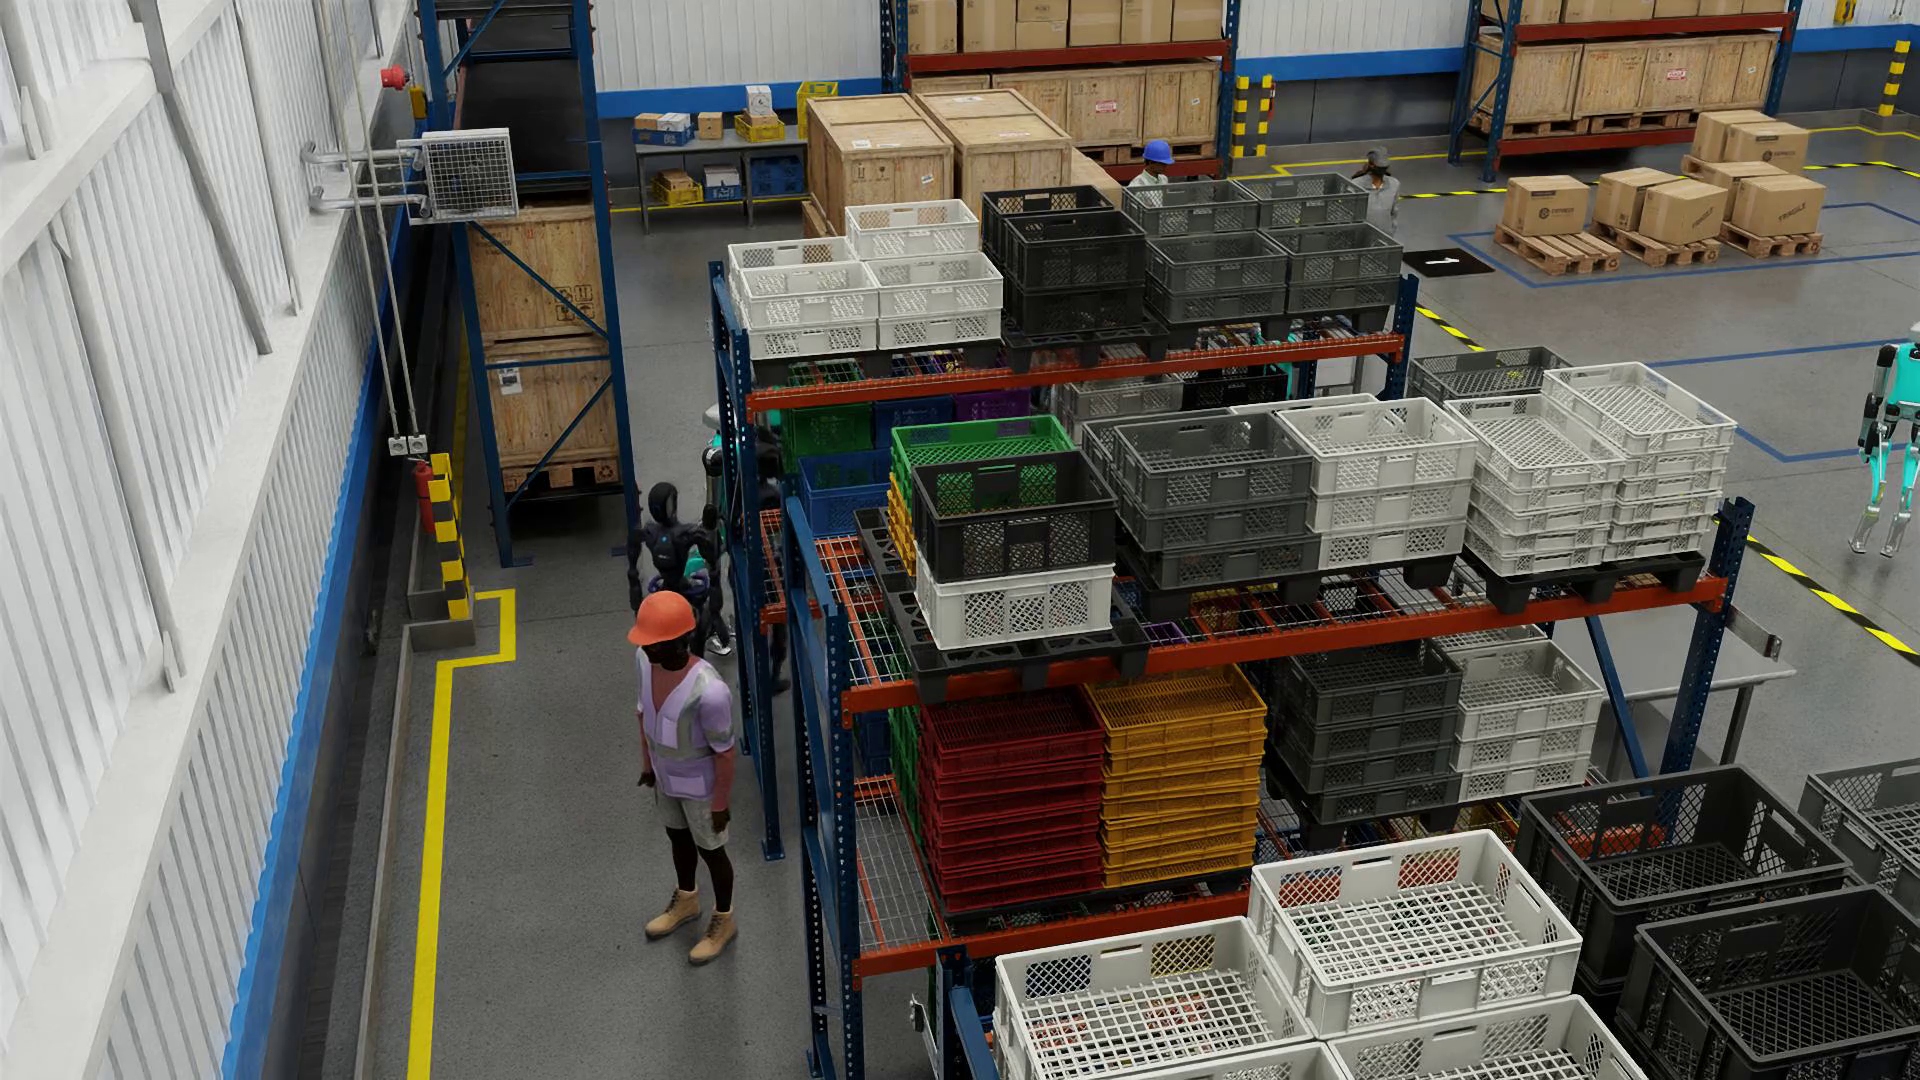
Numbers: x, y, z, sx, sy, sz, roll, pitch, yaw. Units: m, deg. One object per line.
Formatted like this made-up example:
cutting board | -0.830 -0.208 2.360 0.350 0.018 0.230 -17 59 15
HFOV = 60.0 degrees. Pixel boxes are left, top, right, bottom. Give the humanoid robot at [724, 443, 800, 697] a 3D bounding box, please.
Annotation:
humanoid robot | -1.210 0.200 10.184 0.611 1.658 0.391 16 32 27

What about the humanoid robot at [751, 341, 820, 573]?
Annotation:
humanoid robot | -1.064 -0.526 11.499 0.659 1.828 0.539 8 29 15

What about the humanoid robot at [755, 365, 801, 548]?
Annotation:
humanoid robot | -1.272 -0.709 11.878 0.337 1.653 0.616 -21 34 -34

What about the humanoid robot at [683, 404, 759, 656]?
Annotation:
humanoid robot | -1.631 -0.095 10.511 0.735 1.673 0.533 11 30 19

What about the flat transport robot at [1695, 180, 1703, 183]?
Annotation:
flat transport robot | 9.378 -4.196 19.978 1.431 0.197 0.652 -6 28 -12

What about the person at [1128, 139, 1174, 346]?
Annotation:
person | 1.753 -2.773 15.520 0.412 1.939 0.602 19 33 32

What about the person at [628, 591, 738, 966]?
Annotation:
person | -1.331 1.140 7.982 0.607 2.044 0.389 23 35 36

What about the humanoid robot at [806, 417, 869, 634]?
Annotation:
humanoid robot | -0.839 -0.232 10.899 0.672 1.781 0.539 13 30 22

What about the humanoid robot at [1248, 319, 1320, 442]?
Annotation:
humanoid robot | 2.439 -0.909 12.099 0.715 1.709 0.530 -18 33 -30

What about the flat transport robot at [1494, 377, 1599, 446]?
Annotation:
flat transport robot | 4.780 -1.036 14.013 0.659 0.231 1.431 -6 28 -12

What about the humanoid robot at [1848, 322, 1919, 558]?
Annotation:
humanoid robot | 6.519 -0.635 11.533 0.533 1.677 0.735 13 30 23

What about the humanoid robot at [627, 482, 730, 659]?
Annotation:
humanoid robot | -1.640 0.455 9.682 0.592 1.649 0.496 3 28 5

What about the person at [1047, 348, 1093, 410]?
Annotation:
person | 0.851 -0.501 11.316 0.955 1.841 0.579 -12 30 -22

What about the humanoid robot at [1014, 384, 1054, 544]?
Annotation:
humanoid robot | 0.560 -0.383 11.268 0.603 1.652 0.354 14 31 25

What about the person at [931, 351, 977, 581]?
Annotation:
person | -0.107 -0.398 11.124 0.404 1.833 0.586 11 30 20

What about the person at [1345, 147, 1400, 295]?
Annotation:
person | 3.898 -2.895 15.929 0.572 1.768 0.398 -5 28 -9
